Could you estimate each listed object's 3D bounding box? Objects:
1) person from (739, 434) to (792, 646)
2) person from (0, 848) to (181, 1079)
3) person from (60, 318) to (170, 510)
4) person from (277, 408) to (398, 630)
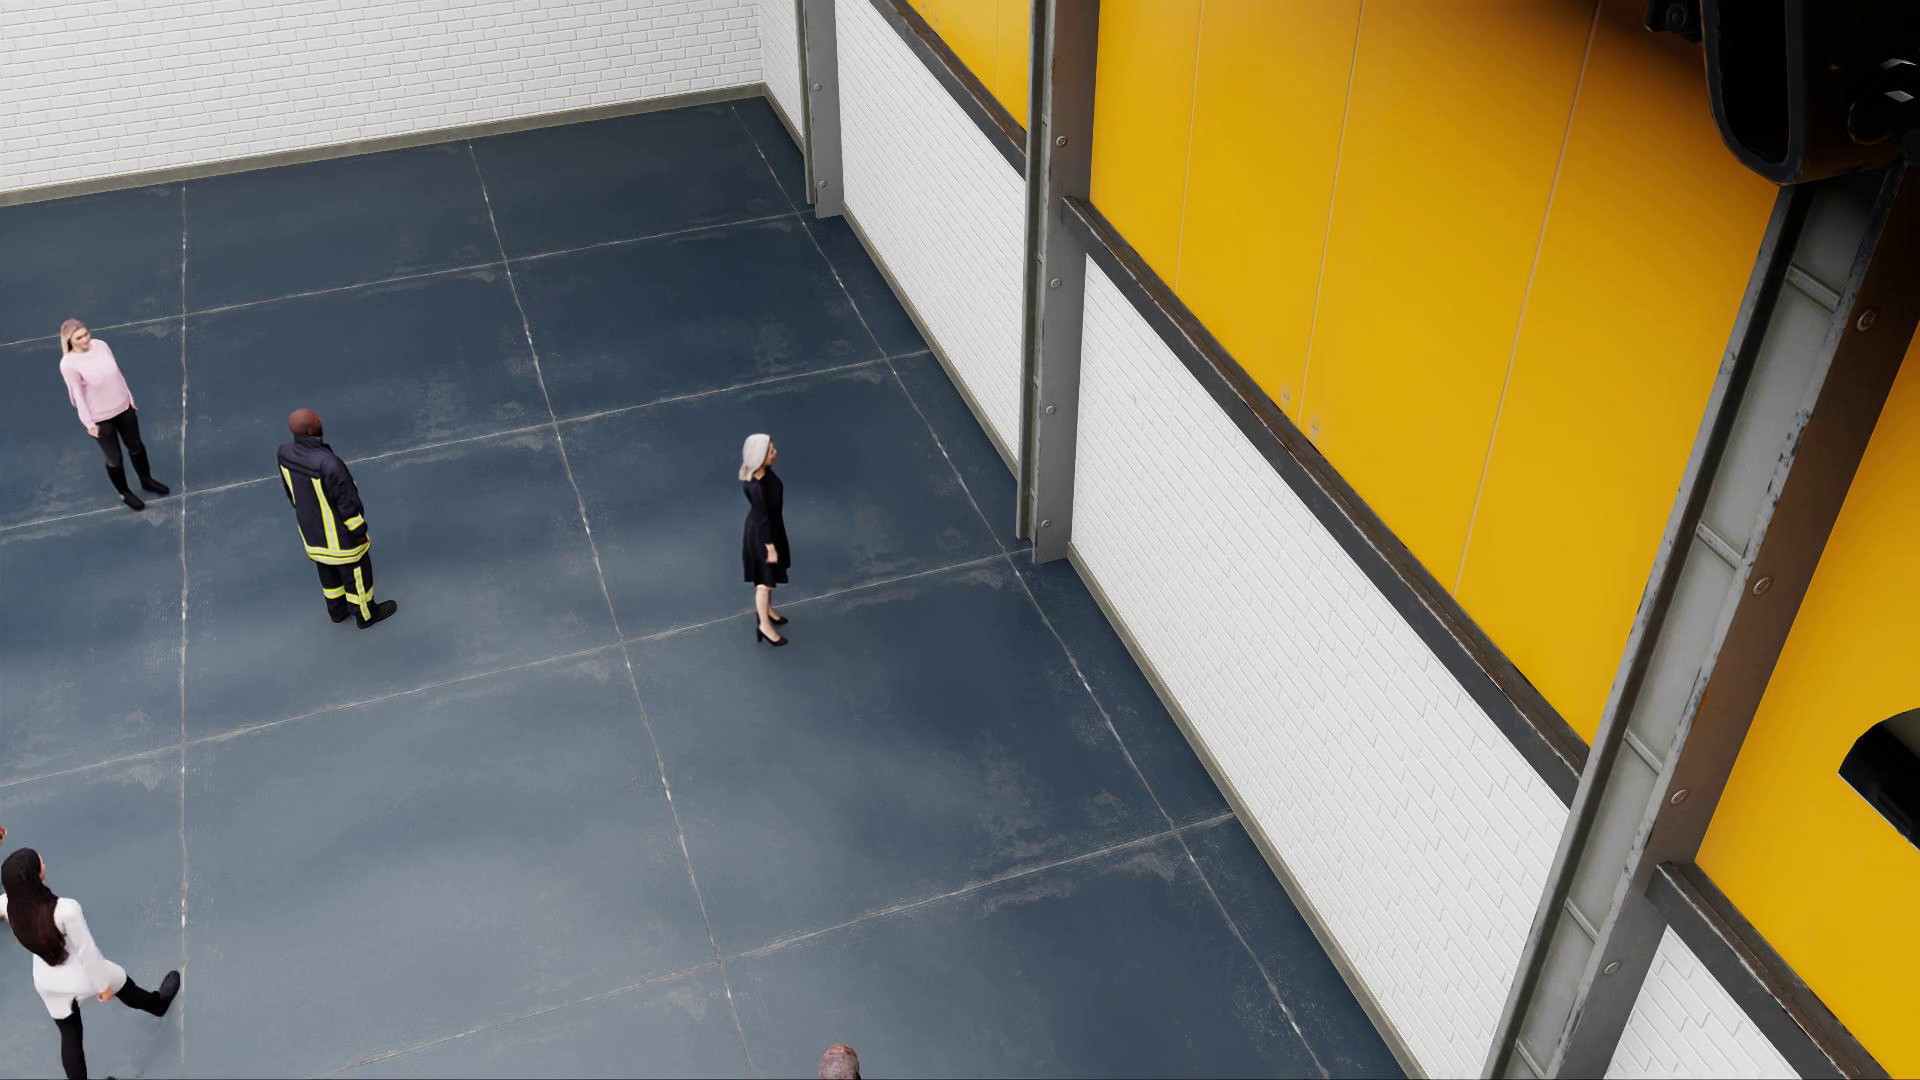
[{"bbox_3d":[-1.364,-0.012,11.661,0.735,1.742,0.598,-1,39,-2],"label":"person"},{"bbox_3d":[-4.690,2.358,8.682,0.985,1.757,1.224,5,39,6],"label":"person"},{"bbox_3d":[-6.649,-1.006,12.955,0.742,1.682,0.686,17,42,20],"label":"person"},{"bbox_3d":[-4.465,-0.163,11.788,0.854,1.821,0.921,17,42,20],"label":"person"}]
